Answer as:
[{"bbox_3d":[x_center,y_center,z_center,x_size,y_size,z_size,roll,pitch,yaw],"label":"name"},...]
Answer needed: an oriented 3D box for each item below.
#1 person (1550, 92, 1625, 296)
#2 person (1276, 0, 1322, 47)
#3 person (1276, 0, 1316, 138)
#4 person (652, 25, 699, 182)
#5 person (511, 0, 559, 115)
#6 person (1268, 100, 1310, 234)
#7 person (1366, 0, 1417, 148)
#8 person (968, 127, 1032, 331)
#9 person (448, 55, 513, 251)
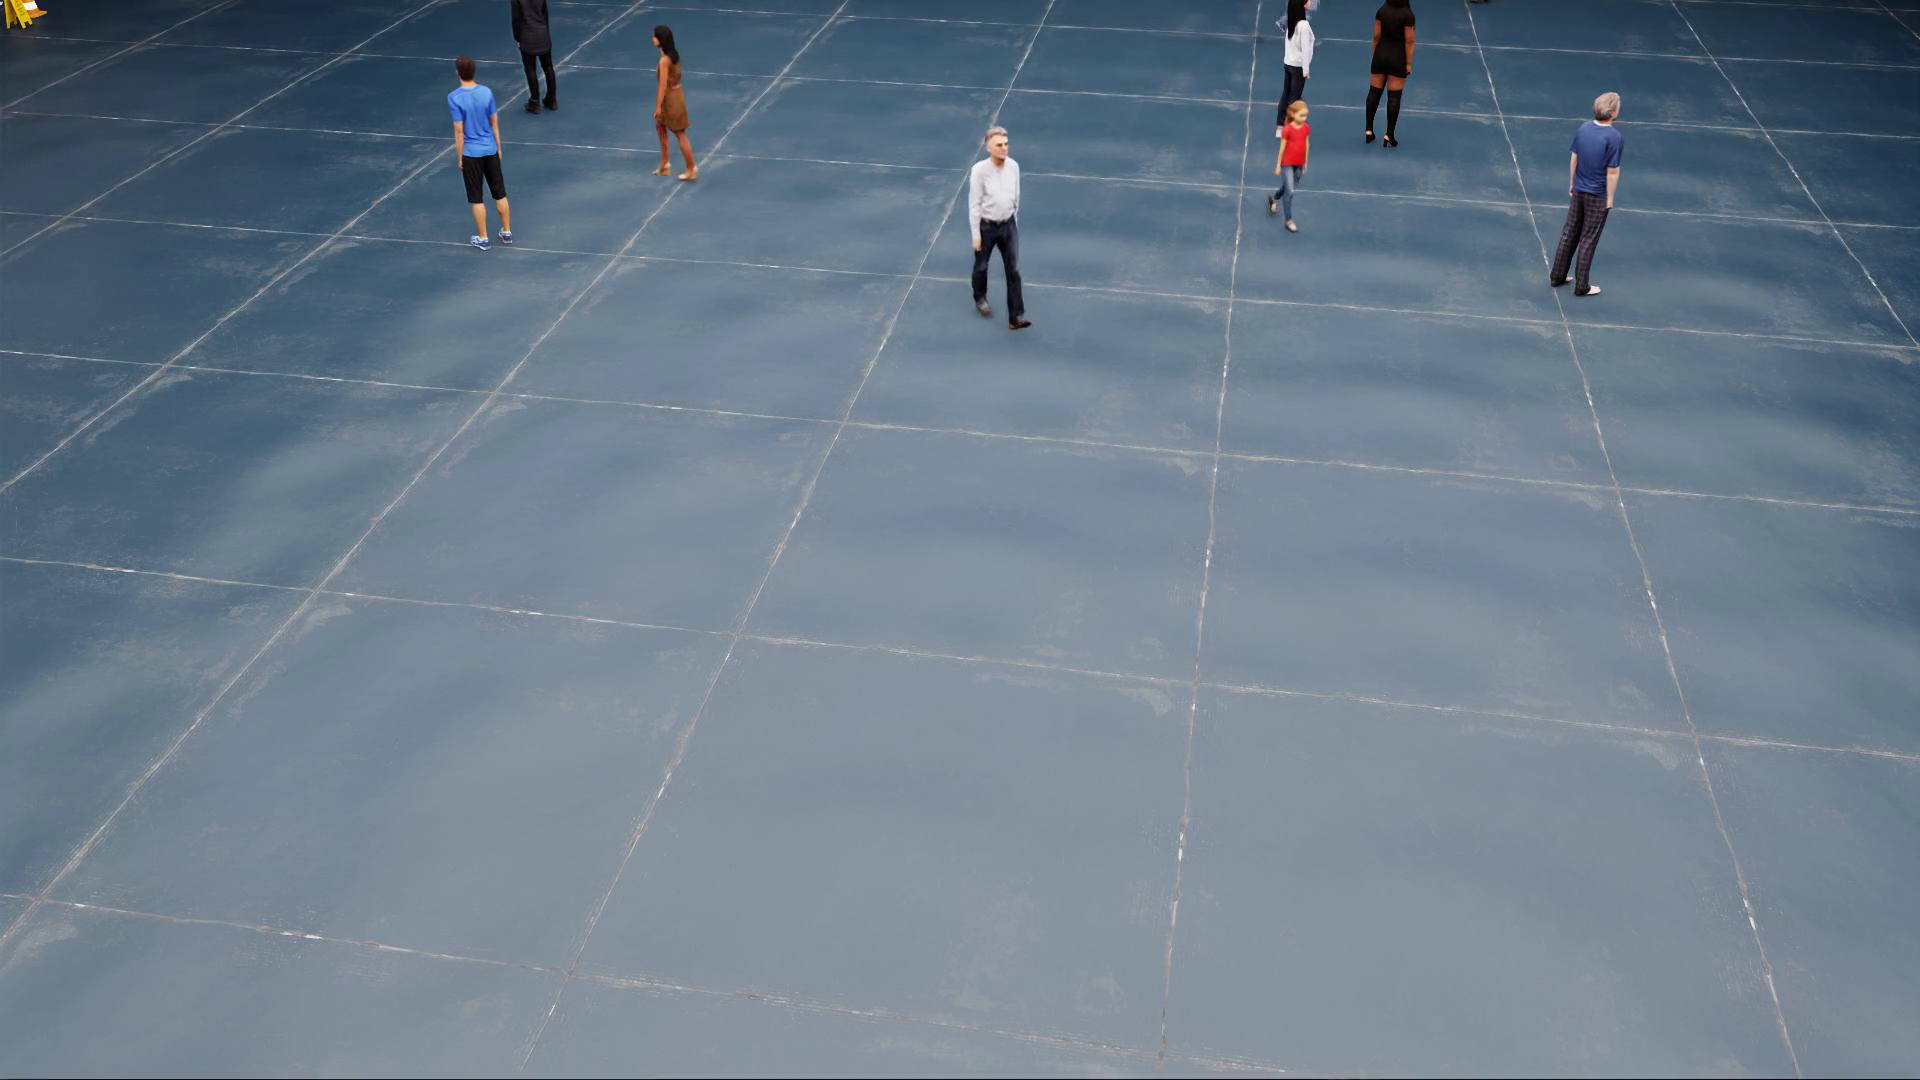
[{"bbox_3d":[5.768,-3.168,15.208,0.779,1.872,0.731,-19,37,-27],"label":"person"},{"bbox_3d":[4.563,-7.521,22.141,0.851,1.838,0.700,3,32,5],"label":"person"},{"bbox_3d":[3.806,-5.391,18.893,0.704,1.700,0.703,-9,33,-14],"label":"person"},{"bbox_3d":[-2.979,-4.624,17.703,0.776,1.673,0.647,-1,32,-2],"label":"person"},{"bbox_3d":[-5.056,-5.990,19.771,0.719,1.776,0.777,-21,38,-30],"label":"person"},{"bbox_3d":[3.307,-3.803,16.763,0.861,1.286,0.841,-14,35,-21],"label":"person"},{"bbox_3d":[4.846,-5.376,18.724,0.707,1.855,0.808,25,40,34],"label":"person"},{"bbox_3d":[0.266,-2.775,14.682,1.203,1.769,1.155,-14,35,-20],"label":"person"},{"bbox_3d":[-4.659,-3.757,16.144,0.702,1.869,0.755,-23,39,-31],"label":"person"}]
